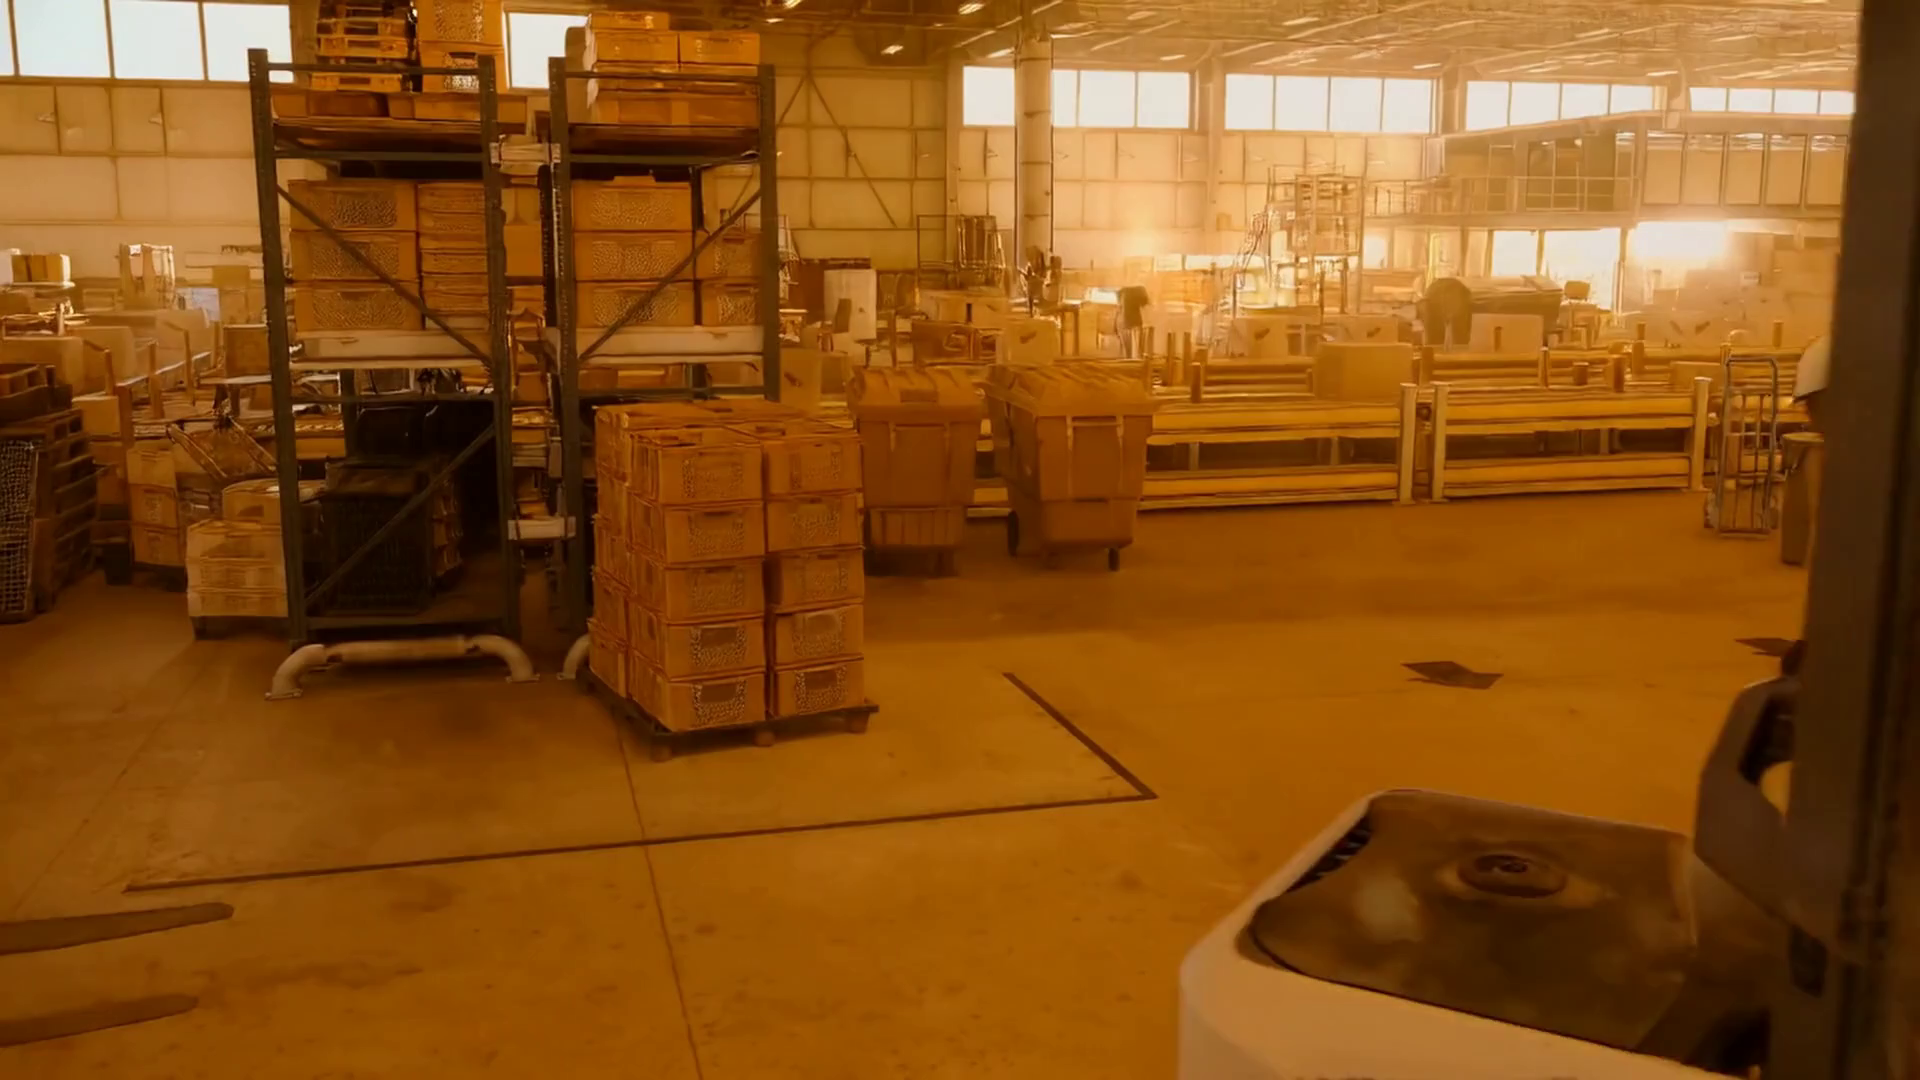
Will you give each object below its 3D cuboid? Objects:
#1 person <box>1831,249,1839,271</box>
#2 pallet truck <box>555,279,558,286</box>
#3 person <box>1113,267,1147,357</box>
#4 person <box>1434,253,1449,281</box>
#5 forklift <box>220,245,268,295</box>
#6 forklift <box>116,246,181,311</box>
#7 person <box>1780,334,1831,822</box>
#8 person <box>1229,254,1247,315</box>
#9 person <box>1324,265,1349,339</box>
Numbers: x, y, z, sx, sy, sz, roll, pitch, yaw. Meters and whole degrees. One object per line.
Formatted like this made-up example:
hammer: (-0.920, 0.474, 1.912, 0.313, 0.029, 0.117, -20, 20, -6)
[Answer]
person: (22.820, -6.540, 43.360, 0.609, 2.043, 0.376, -3, 10, -15)
pallet truck: (-10.604, -6.375, 44.520, 0.653, 1.274, 1.630, -3, 10, -15)
person: (2.525, -3.106, 24.544, 0.544, 1.820, 0.918, 2, 10, 13)
person: (15.904, -8.509, 54.971, 0.570, 1.912, 0.633, -4, 11, -22)
forklift: (-17.749, -6.334, 41.440, 1.157, 1.987, 2.680, -3, 10, -17)
forklift: (-19.966, -6.232, 40.894, 1.157, 1.987, 2.680, -3, 10, -15)
person: (2.751, 0.321, 5.019, 1.057, 1.858, 0.620, 2, 10, 11)
person: (8.313, -7.579, 49.692, 0.577, 1.884, 0.353, -3, 10, -15)
person: (7.189, -4.364, 31.809, 0.527, 1.772, 0.305, -3, 10, -15)
